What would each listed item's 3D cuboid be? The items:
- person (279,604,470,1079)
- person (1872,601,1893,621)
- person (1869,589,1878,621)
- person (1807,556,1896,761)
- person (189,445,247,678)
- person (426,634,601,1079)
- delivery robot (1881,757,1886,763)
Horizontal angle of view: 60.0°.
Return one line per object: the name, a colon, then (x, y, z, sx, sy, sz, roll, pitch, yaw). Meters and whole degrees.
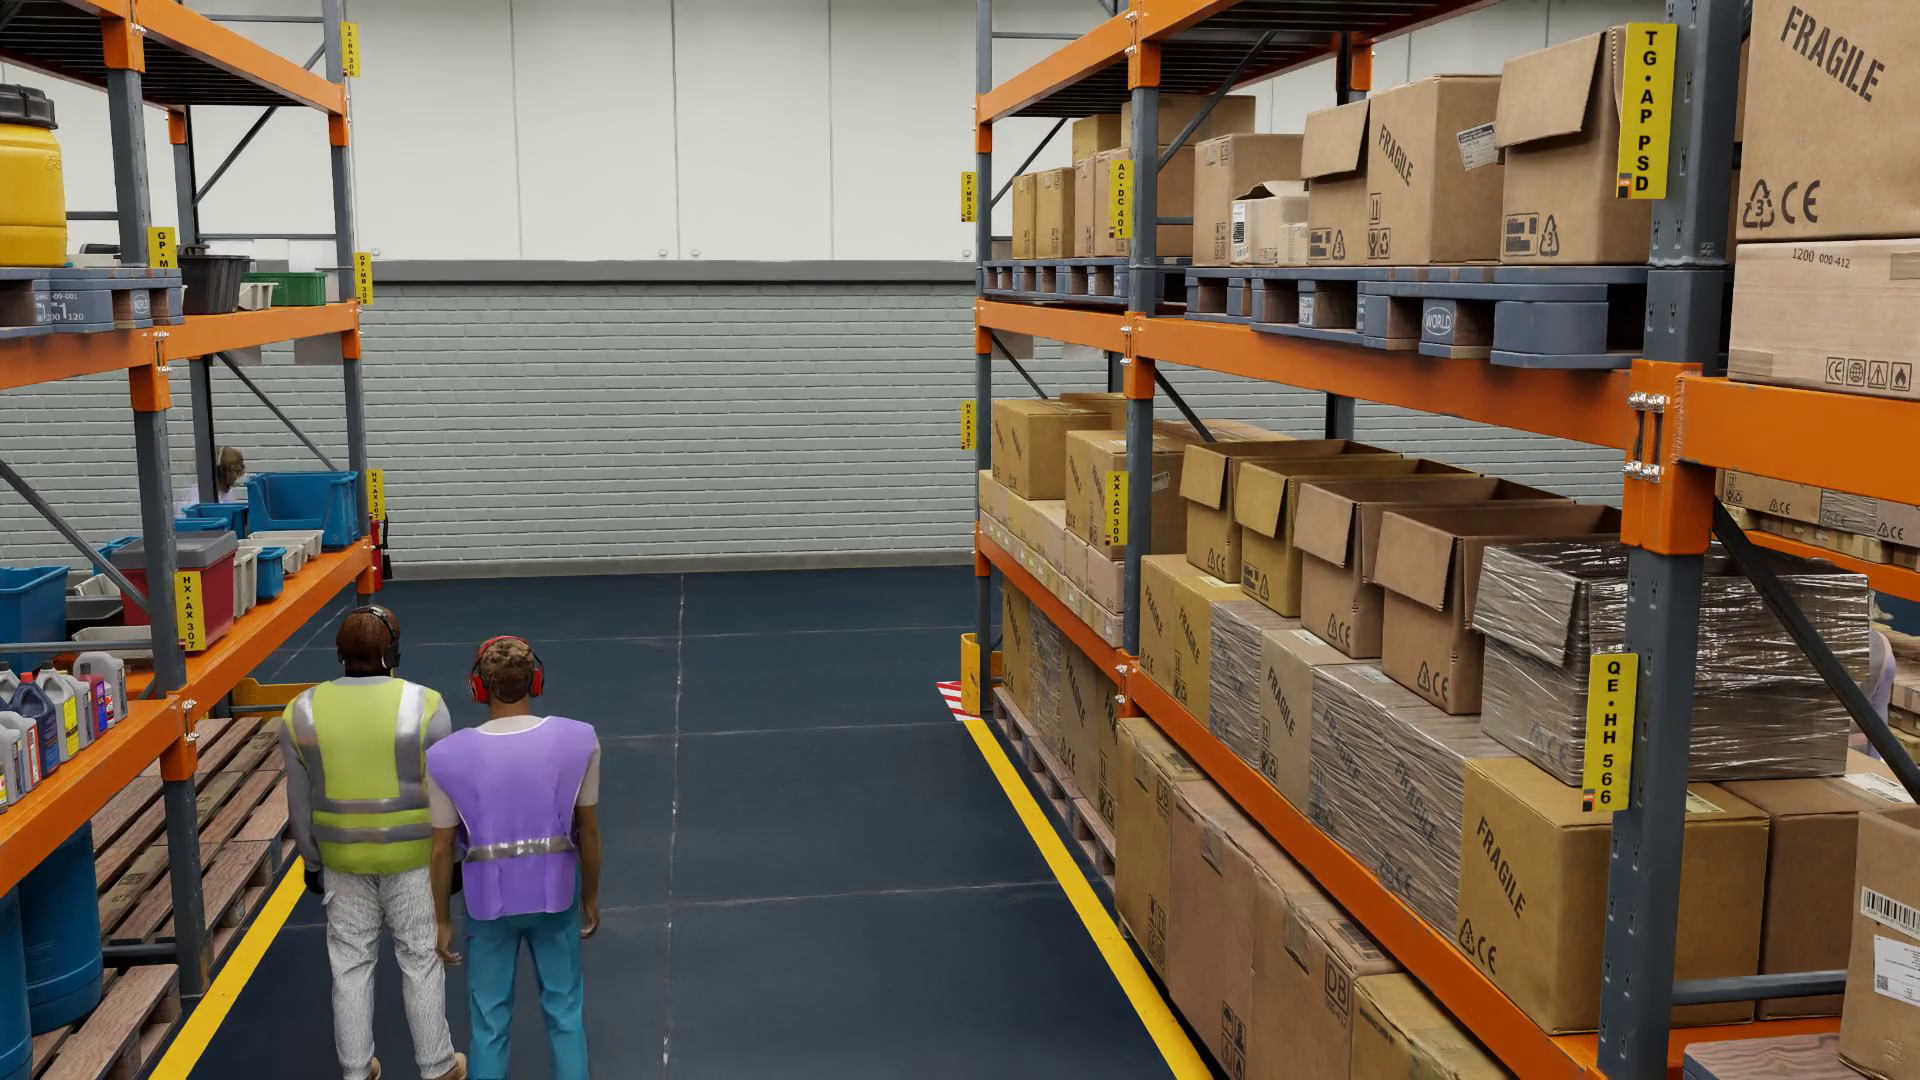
person: (-2.098, 1.144, 6.052, 0.621, 1.845, 0.429, 0, 9, -1)
person: (7.712, -0.101, 14.265, 0.717, 1.672, 0.530, 0, 9, 0)
person: (6.167, 0.258, 11.477, 0.512, 1.860, 0.331, -4, 10, -26)
person: (3.571, 0.981, 7.058, 0.627, 1.844, 0.429, 1, 9, 5)
person: (-5.171, 0.293, 11.214, 0.919, 1.890, 0.642, -3, 10, -20)
person: (-1.469, 1.231, 5.555, 0.567, 1.834, 0.388, -3, 10, -18)
delivery robot: (4.848, 1.278, 8.898, 0.477, 0.478, 0.707, -1, 9, -9)
